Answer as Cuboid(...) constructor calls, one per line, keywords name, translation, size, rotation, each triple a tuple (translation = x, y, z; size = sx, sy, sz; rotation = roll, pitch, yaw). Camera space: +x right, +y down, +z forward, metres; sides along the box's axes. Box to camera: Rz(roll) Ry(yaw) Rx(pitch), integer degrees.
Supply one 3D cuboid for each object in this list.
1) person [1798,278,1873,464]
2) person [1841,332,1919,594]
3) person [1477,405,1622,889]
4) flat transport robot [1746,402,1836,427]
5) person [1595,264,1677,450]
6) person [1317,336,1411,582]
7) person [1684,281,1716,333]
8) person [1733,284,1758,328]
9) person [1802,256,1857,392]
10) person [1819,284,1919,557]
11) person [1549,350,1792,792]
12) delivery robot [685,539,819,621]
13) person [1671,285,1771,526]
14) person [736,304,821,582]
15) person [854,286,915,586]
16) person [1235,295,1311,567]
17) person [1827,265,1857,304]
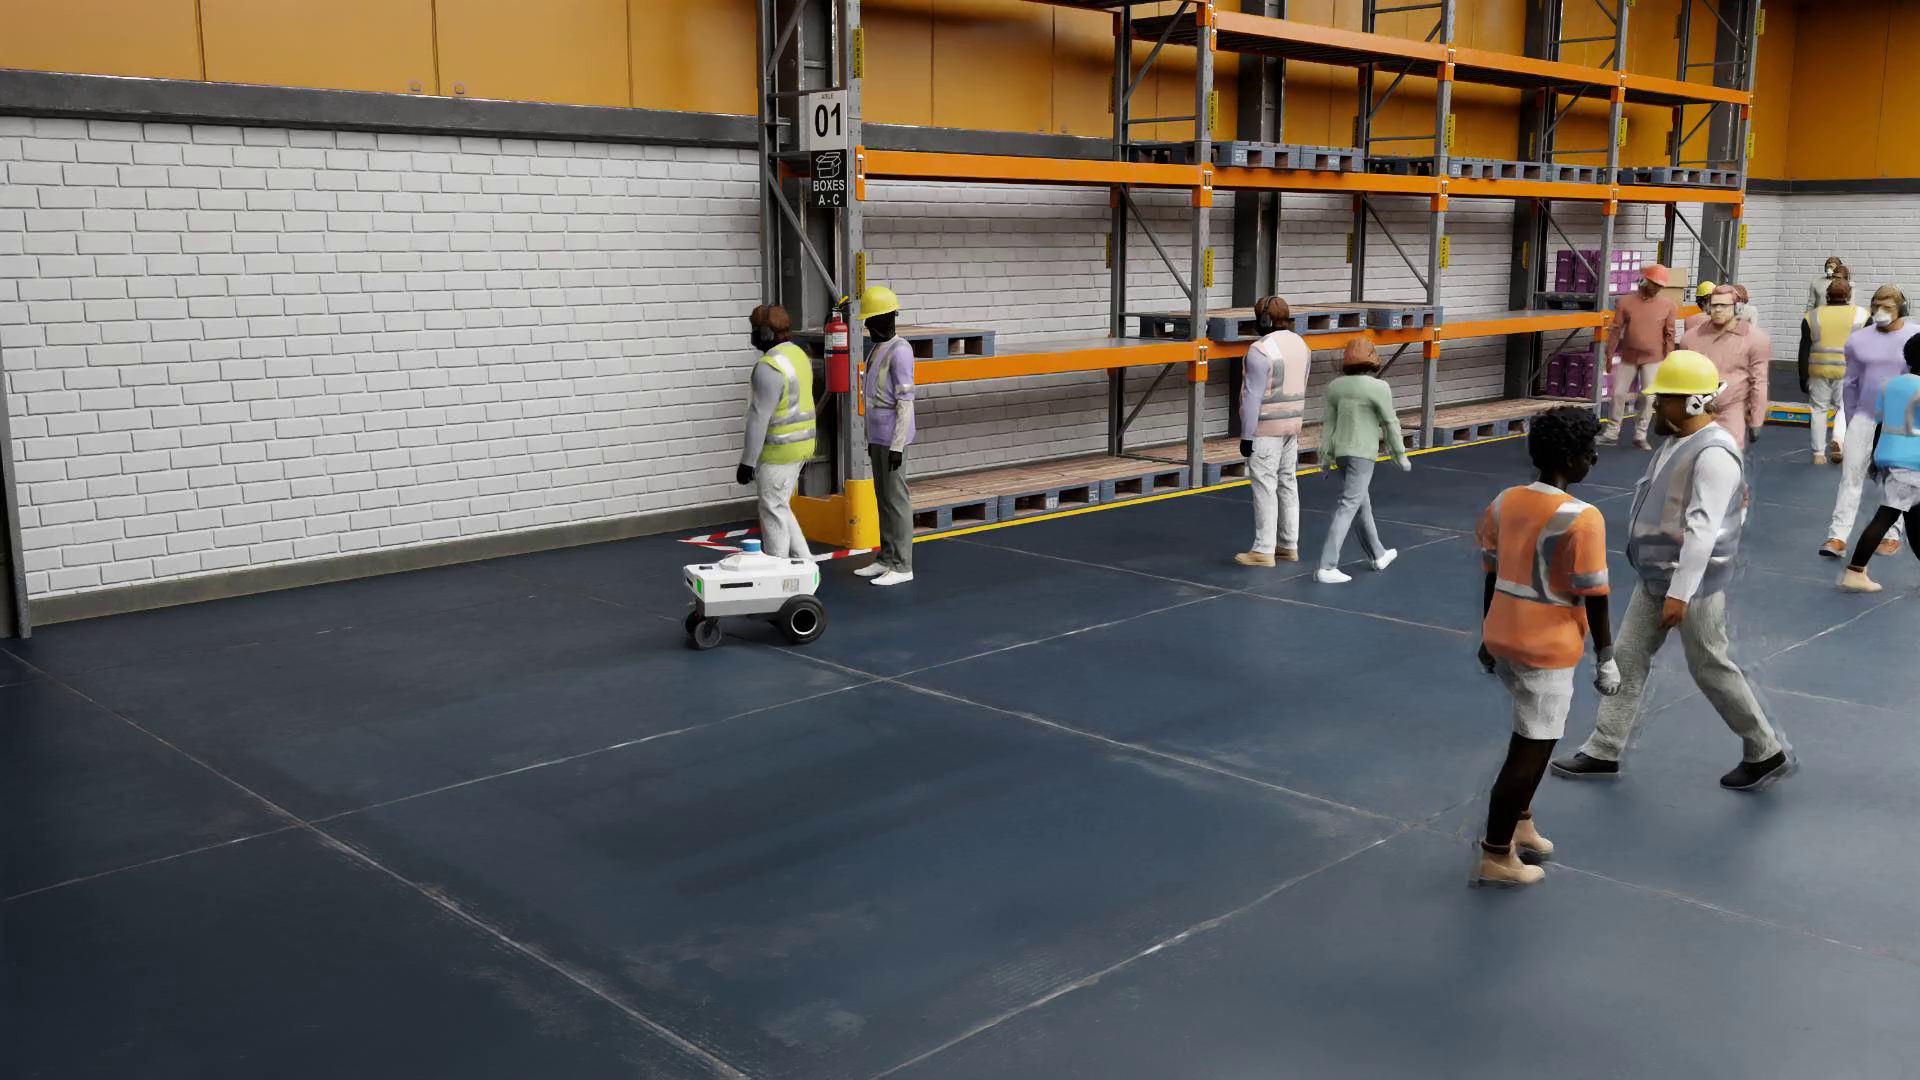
Cuboid(name="person", translation=(8.465, -1.616, 16.132), size=(0.640, 1.829, 0.611), rotation=(6, 12, 30))
Cuboid(name="person", translation=(5.967, -0.474, 10.381), size=(0.874, 1.641, 0.549), rotation=(0, 10, -2))
Cuboid(name="person", translation=(2.023, 0.377, 5.690), size=(0.533, 1.677, 0.537), rotation=(-2, 11, -13))
Cuboid(name="flat transport robot", translation=(9.965, -1.504, 19.772), size=(0.652, 0.197, 1.431), rotation=(-10, 14, -44))
Cuboid(name="person", translation=(7.056, -1.906, 17.430), size=(0.796, 1.948, 0.510), rotation=(6, 12, 29))
Cuboid(name="person", translation=(2.632, -0.531, 10.891), size=(0.855, 1.582, 0.517), rotation=(-6, 12, -31))
Cuboid(name="person", translation=(7.662, -1.777, 17.182), size=(0.523, 1.769, 0.314), rotation=(-3, 11, -14))
Cuboid(name="person", translation=(9.868, -2.444, 21.206), size=(0.522, 1.616, 0.416), rotation=(9, 13, 39))
Cuboid(name="person", translation=(12.359, -3.054, 23.676), size=(0.636, 1.939, 0.364), rotation=(10, 15, 44))
Cuboid(name="person", translation=(6.322, -0.792, 11.459), size=(0.958, 1.897, 0.642), rotation=(-9, 14, -42))
Cuboid(name="person", translation=(2.941, 0.136, 6.690), size=(0.901, 1.797, 0.596), rotation=(0, 10, 2))
Cuboid(name="delivery robot", translation=(-1.154, 0.241, 9.220), size=(0.707, 0.478, 0.477), rotation=(-4, 11, -19))
Cuboid(name="person", translation=(5.550, -0.917, 12.166), size=(0.651, 1.889, 0.651), rotation=(10, 14, 43))
Cuboid(name="person", translation=(-1.109, -0.516, 10.147), size=(0.444, 1.832, 0.659), rotation=(2, 11, 11))
Cuboid(name="person", translation=(-0.481, -0.666, 10.713), size=(0.375, 1.919, 0.584), rotation=(-4, 11, -20))
Cuboid(name="person", translation=(2.122, -0.744, 11.368), size=(0.430, 1.836, 0.627), rotation=(10, 14, 44))
Cuboid(name="person", translation=(12.139, -2.893, 23.114), size=(0.612, 1.815, 0.497), rotation=(-4, 11, -23))
